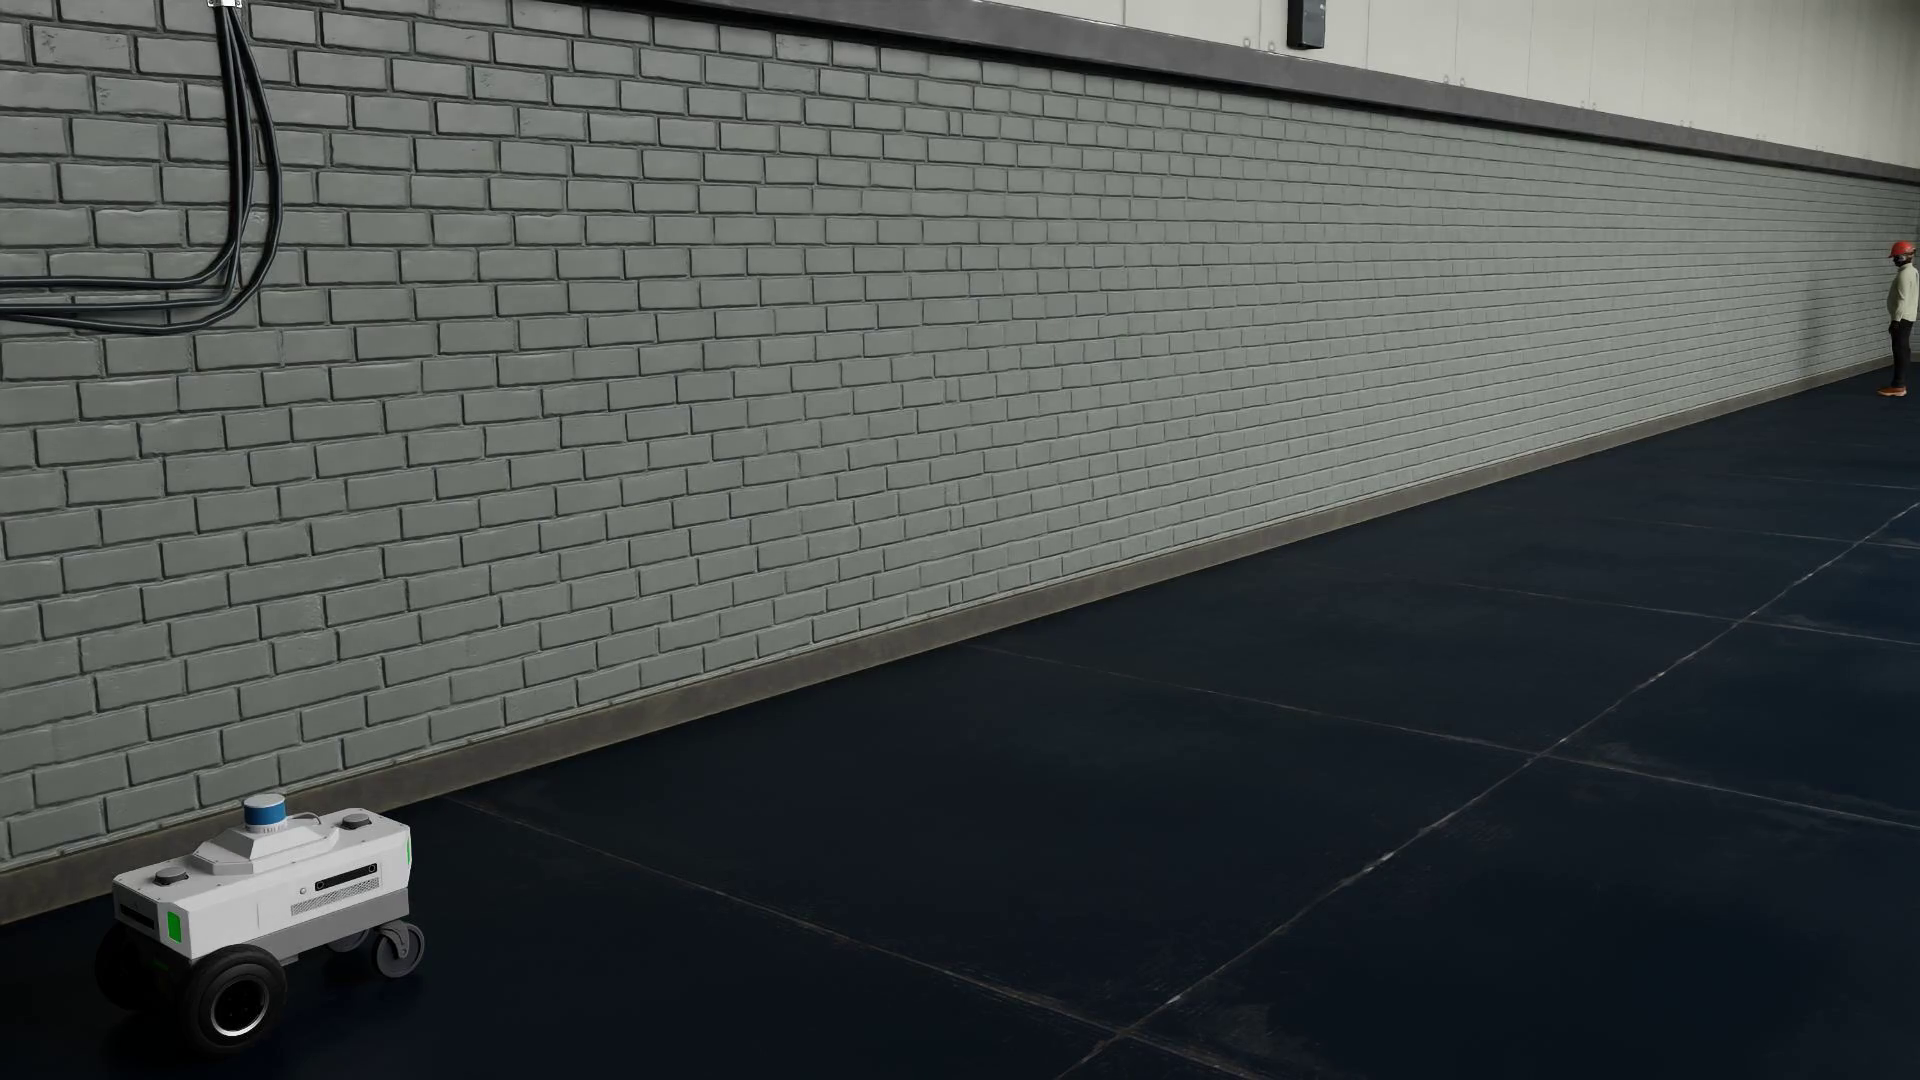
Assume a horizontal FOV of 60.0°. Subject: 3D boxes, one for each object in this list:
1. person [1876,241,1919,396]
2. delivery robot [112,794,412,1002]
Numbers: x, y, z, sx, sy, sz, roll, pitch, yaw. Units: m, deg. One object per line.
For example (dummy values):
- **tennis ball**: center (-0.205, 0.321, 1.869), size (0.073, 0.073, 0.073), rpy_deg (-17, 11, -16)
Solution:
- **person**: center (12.200, -2.875, 21.598), size (0.395, 1.985, 0.608), rpy_deg (8, 13, 39)
- **delivery robot**: center (-1.825, 0.917, 4.407), size (0.477, 0.478, 0.707), rpy_deg (8, 13, 38)
